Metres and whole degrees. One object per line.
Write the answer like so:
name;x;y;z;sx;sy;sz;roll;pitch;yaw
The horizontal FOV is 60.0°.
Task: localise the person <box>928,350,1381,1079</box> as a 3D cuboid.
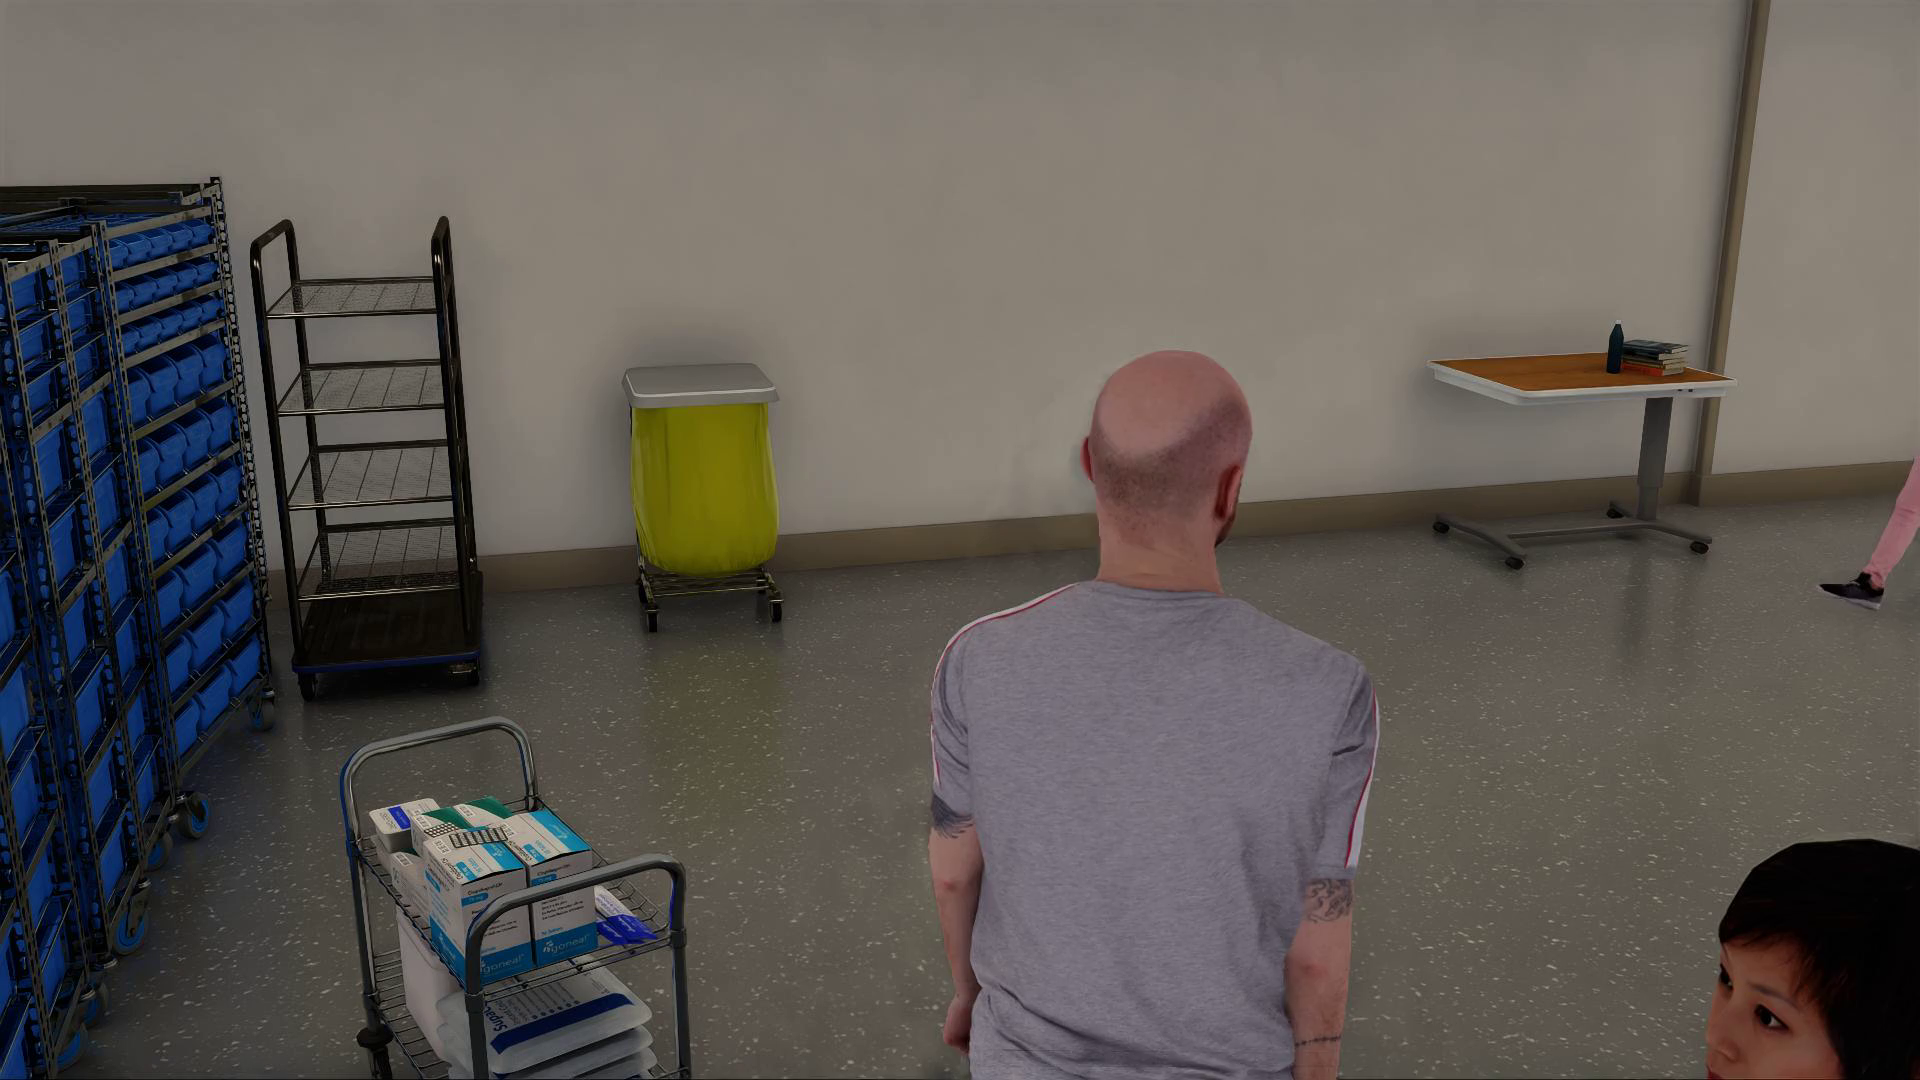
person;0.185;0.708;1.912;0.980;1.816;0.986;4;16;13
